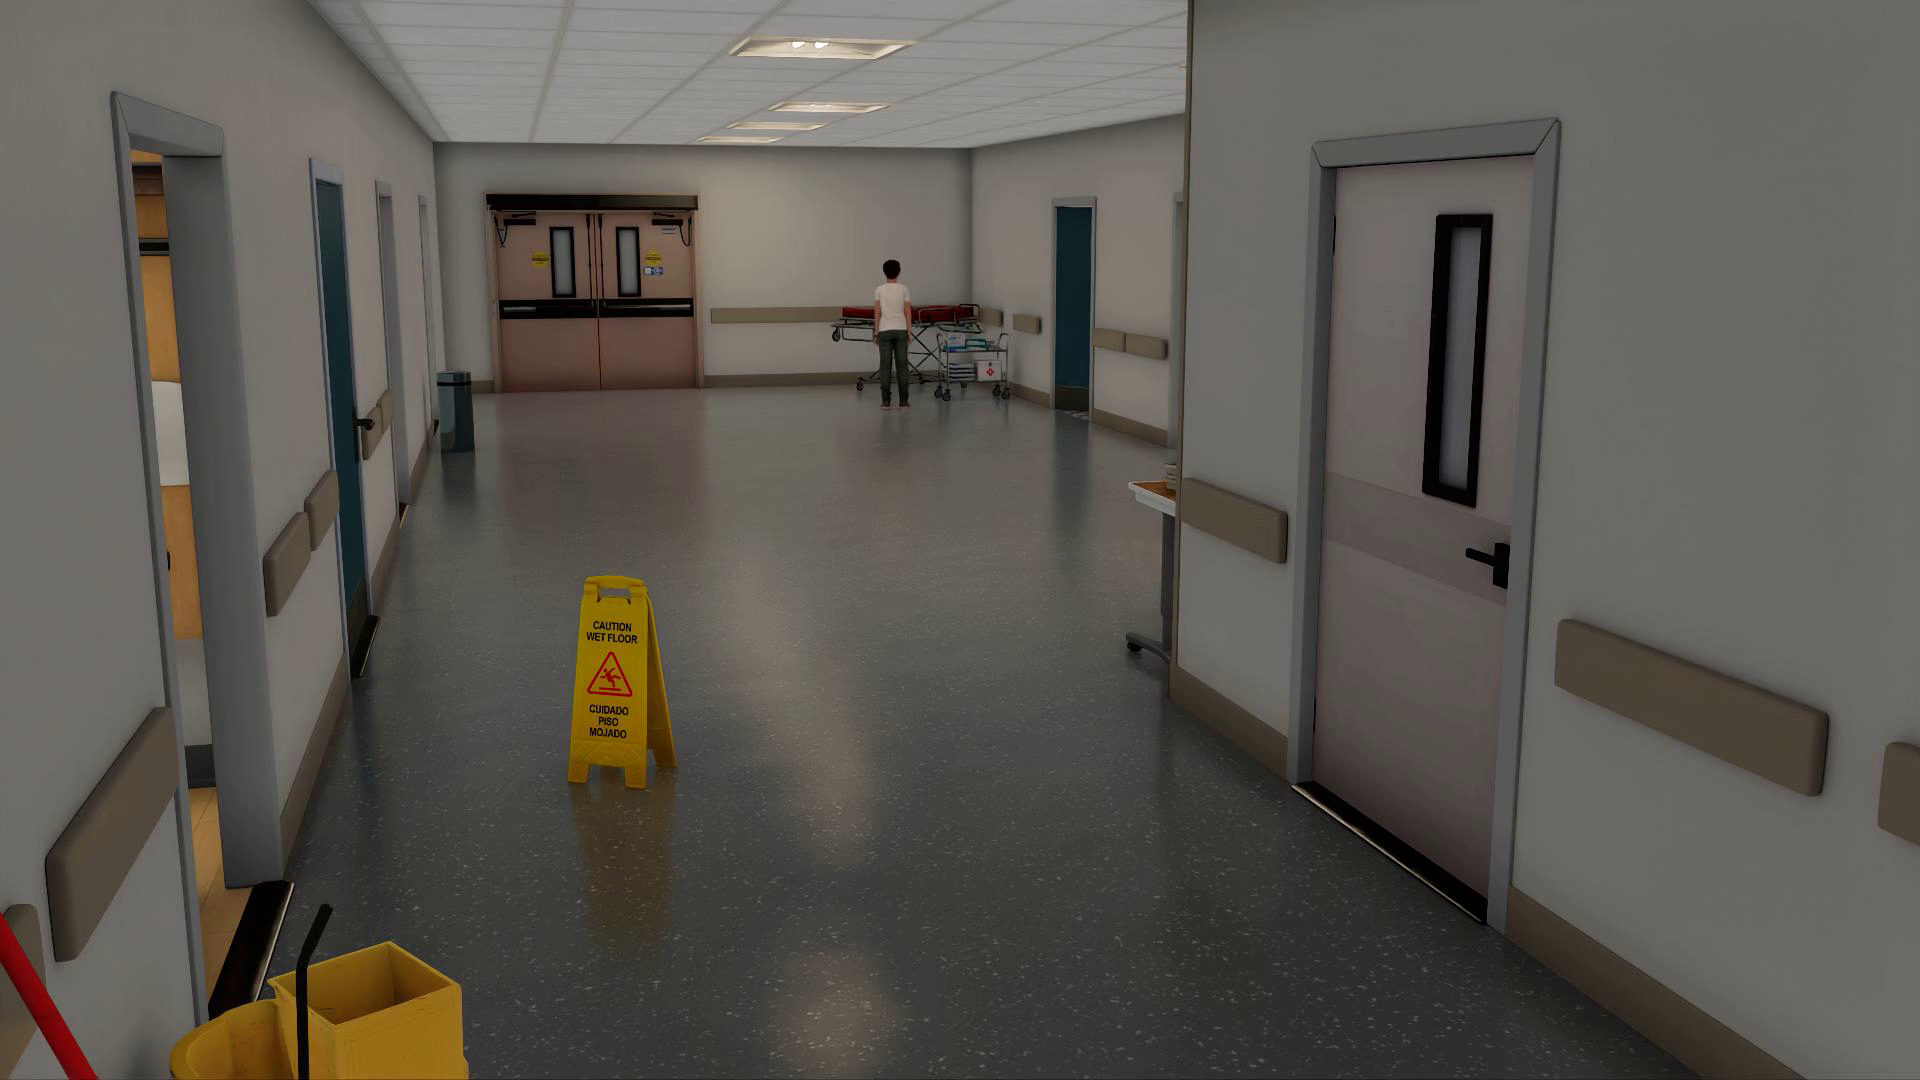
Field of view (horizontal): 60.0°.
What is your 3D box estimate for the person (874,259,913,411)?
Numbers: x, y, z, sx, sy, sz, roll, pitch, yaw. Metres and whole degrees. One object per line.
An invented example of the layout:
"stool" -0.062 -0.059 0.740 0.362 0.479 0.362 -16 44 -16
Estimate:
"person" -0.742 -2.275 18.422 0.626 1.654 0.603 0 11 -2
